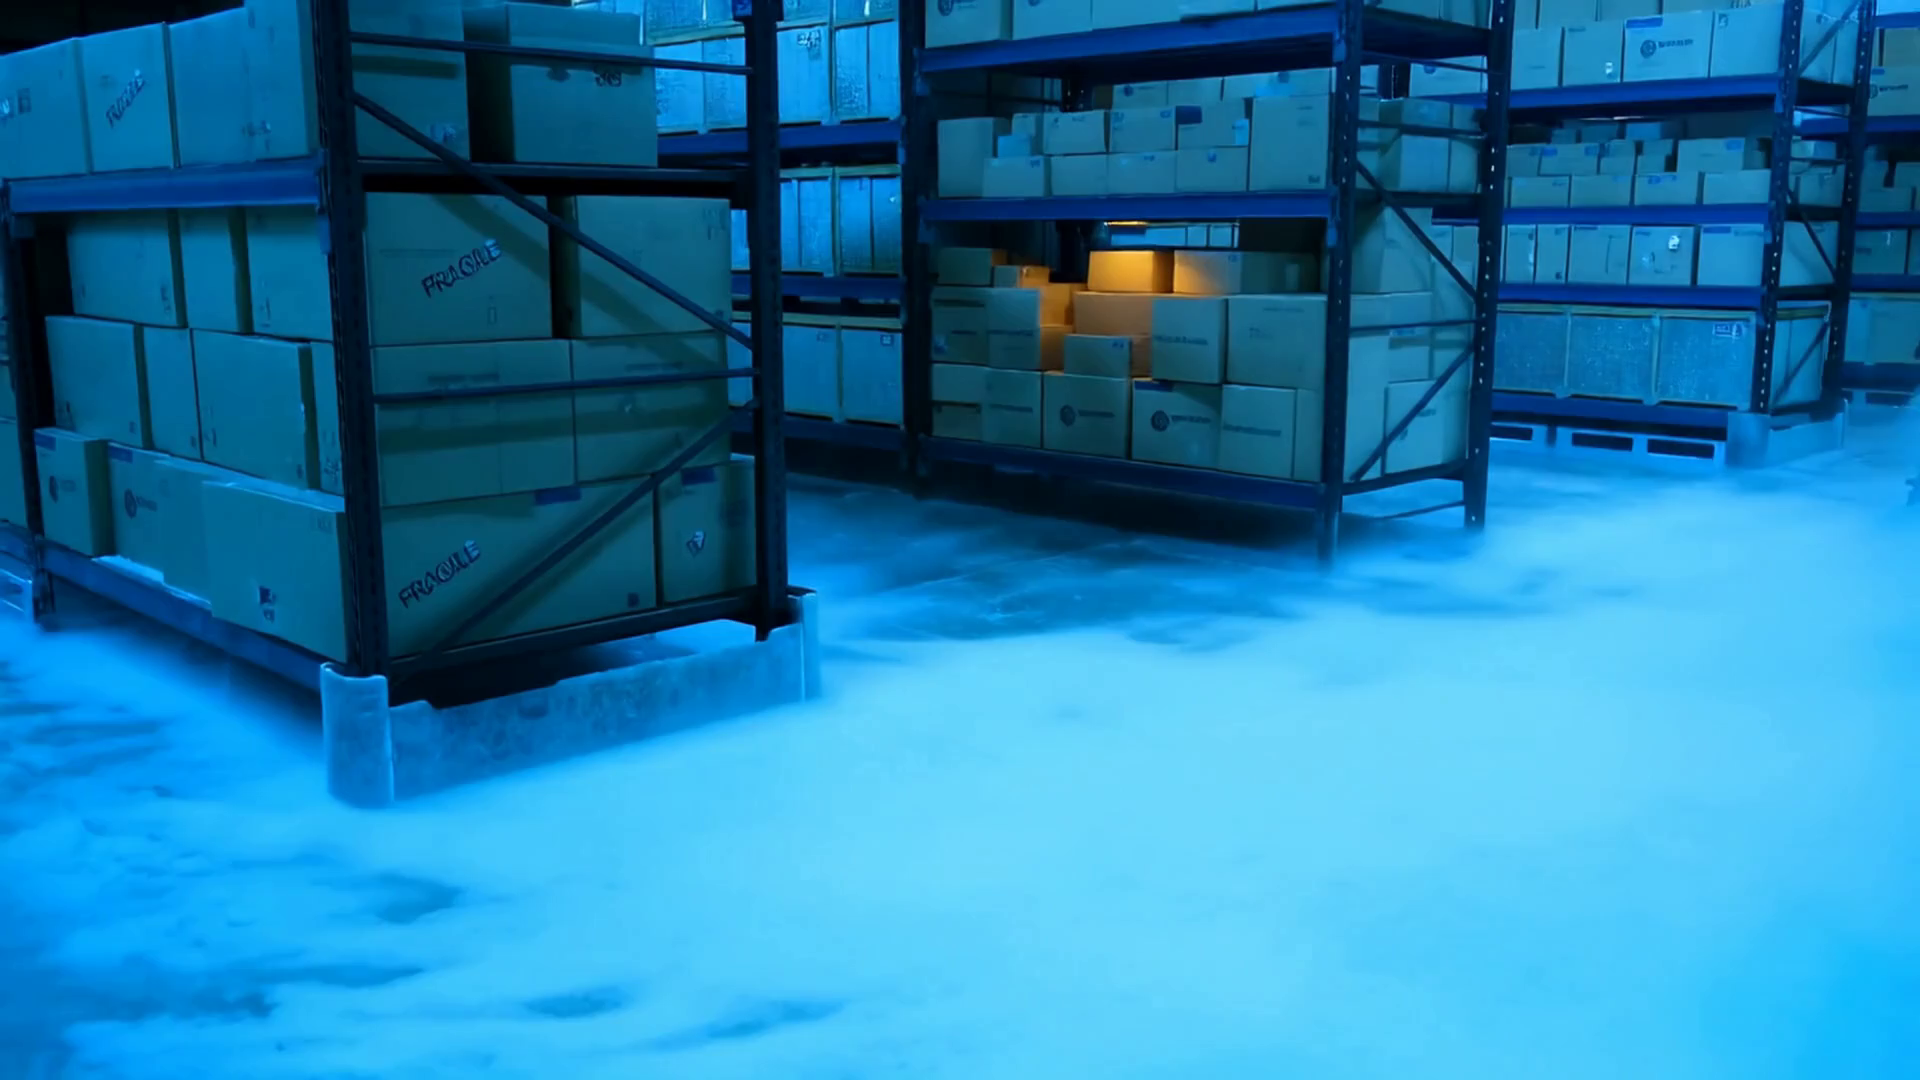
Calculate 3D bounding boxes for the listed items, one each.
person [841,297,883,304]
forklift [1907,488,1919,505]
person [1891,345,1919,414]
[{"bbox_3d":[-1.120,-2.279,18.932,0.621,1.916,0.550,-9,14,-39],"label":"person"},{"bbox_3d":[8.441,-1.672,12.972,1.873,2.768,1.129,-10,14,-44],"label":"forklift"},{"bbox_3d":[11.422,-2.221,19.446,0.867,1.584,0.536,9,13,39],"label":"person"}]
